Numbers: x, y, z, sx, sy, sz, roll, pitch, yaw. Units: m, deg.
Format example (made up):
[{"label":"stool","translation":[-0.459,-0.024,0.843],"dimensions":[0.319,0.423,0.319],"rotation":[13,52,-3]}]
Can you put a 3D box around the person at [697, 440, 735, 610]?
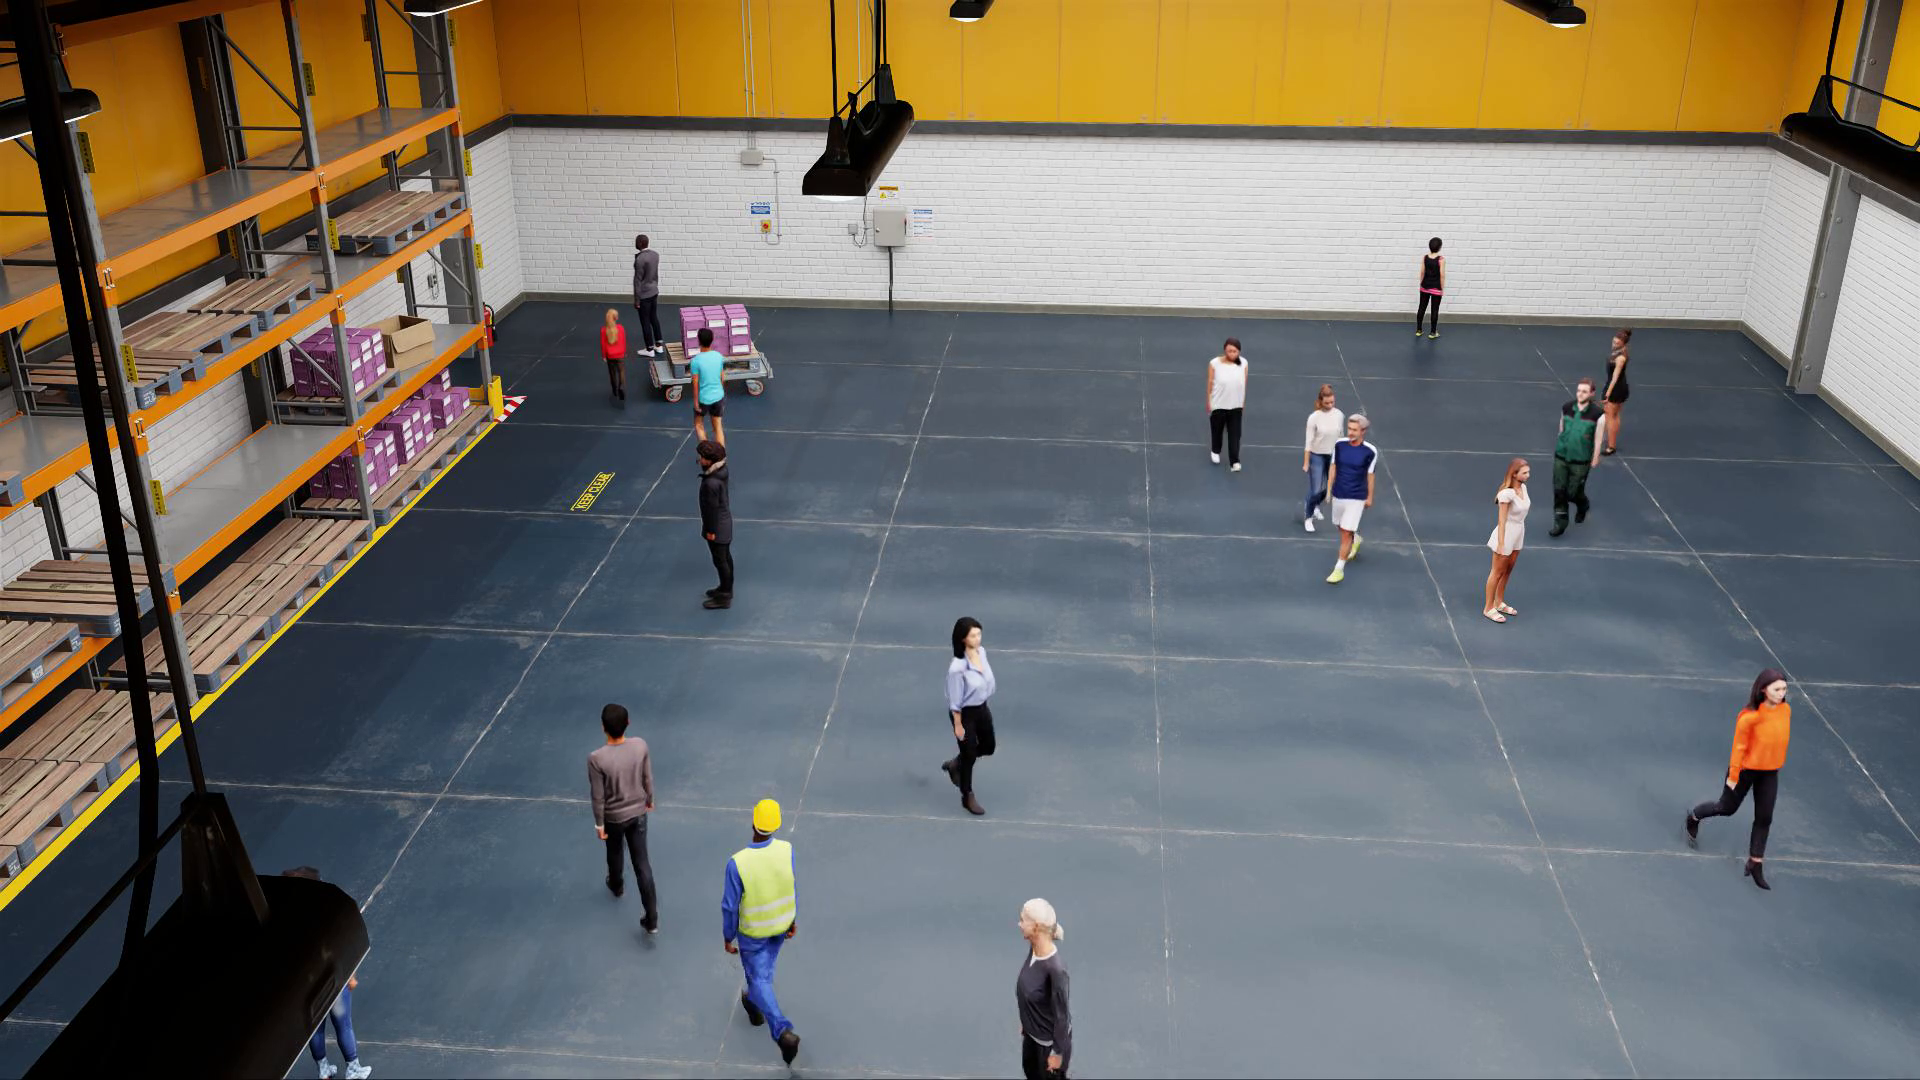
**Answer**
[{"label":"person","translation":[-2.445,-0.169,16.845],"dimensions":[0.697,1.774,0.523],"rotation":[0,24,0]}]

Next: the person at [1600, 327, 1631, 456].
[{"label":"person","translation":[8.293,-1.915,20.980],"dimensions":[0.839,1.661,0.622],"rotation":[16,28,32]}]

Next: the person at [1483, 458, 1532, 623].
[{"label":"person","translation":[5.476,-0.029,16.622],"dimensions":[0.662,1.697,0.728],"rotation":[-20,31,-39]}]

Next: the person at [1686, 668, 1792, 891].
[{"label":"person","translation":[5.923,1.726,12.576],"dimensions":[0.911,1.722,1.178],"rotation":[-7,25,-16]}]

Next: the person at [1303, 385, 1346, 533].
[{"label":"person","translation":[4.044,-0.911,18.627],"dimensions":[0.764,1.707,0.811],"rotation":[-10,26,-22]}]

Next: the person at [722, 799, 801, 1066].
[{"label":"person","translation":[-1.229,2.524,10.684],"dimensions":[1.101,1.774,1.235],"rotation":[-15,28,-30]}]

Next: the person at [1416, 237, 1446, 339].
[{"label":"person","translation":[7.280,-3.911,25.684],"dimensions":[0.623,1.552,0.663],"rotation":[20,31,38]}]

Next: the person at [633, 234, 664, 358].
[{"label":"person","translation":[-4.644,-3.641,24.737],"dimensions":[0.824,1.815,0.630],"rotation":[9,25,20]}]

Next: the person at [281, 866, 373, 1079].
[{"label":"person","translation":[-3.989,2.736,10.389],"dimensions":[0.612,1.623,0.559],"rotation":[4,24,9]}]

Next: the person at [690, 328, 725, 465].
[{"label":"person","translation":[-3.019,-1.693,20.350],"dimensions":[0.754,1.760,0.803],"rotation":[-14,27,-28]}]

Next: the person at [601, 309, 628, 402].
[{"label":"person","translation":[-4.736,-2.528,22.878],"dimensions":[0.630,1.265,0.871],"rotation":[-5,24,-12]}]

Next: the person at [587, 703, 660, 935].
[{"label":"person","translation":[-2.363,2.019,11.903],"dimensions":[1.074,1.724,1.245],"rotation":[-8,25,-18]}]

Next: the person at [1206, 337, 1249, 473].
[{"label":"person","translation":[3.275,-1.699,20.501],"dimensions":[0.743,1.649,1.087],"rotation":[-1,24,-2]}]

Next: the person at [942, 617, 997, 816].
[{"label":"person","translation":[0.012,1.395,13.320],"dimensions":[0.899,1.733,0.842],"rotation":[19,30,36]}]

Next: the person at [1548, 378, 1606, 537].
[{"label":"person","translation":[6.871,-0.937,18.532],"dimensions":[0.921,1.831,1.011],"rotation":[21,31,39]}]

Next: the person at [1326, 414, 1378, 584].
[{"label":"person","translation":[4.142,-0.491,17.535],"dimensions":[1.050,1.813,1.231],"rotation":[18,29,35]}]

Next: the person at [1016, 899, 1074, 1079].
[{"label":"person","translation":[0.543,2.921,9.858],"dimensions":[0.826,1.710,0.645],"rotation":[-14,27,-29]}]
